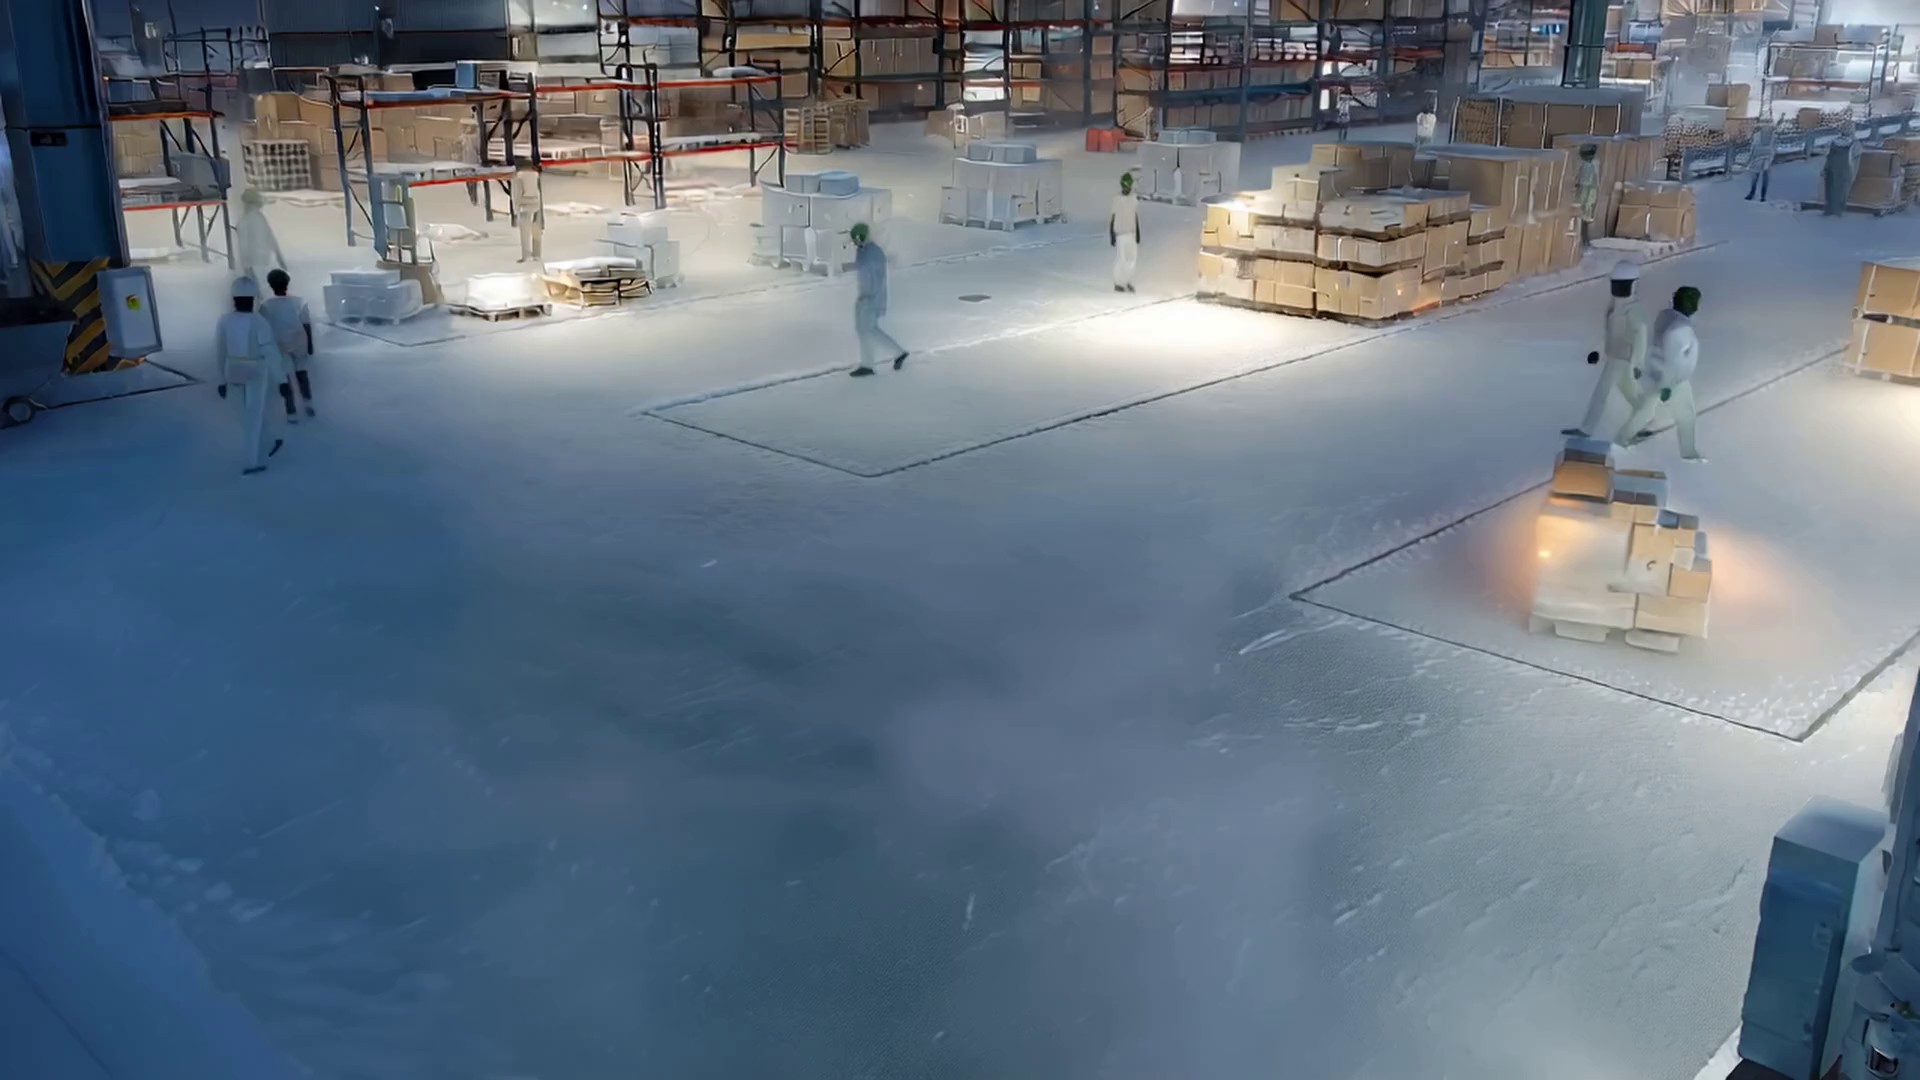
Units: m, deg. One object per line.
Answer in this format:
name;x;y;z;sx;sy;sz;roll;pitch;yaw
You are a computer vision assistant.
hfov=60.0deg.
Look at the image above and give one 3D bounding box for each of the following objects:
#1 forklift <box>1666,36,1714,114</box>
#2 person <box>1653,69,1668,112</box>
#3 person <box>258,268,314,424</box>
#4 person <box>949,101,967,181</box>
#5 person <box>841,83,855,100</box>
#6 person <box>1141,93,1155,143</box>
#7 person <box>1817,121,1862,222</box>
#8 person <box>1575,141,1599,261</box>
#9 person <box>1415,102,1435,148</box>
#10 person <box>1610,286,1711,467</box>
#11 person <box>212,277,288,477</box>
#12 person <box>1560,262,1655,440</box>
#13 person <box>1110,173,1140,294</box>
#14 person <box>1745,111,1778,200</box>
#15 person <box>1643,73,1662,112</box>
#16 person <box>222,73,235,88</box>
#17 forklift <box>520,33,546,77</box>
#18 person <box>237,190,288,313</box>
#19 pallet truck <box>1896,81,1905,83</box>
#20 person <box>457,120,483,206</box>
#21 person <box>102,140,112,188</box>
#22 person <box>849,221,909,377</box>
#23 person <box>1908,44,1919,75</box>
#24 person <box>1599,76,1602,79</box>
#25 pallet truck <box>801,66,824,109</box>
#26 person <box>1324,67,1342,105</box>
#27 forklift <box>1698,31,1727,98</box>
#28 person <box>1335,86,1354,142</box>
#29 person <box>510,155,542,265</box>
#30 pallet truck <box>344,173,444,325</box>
forklift;27.341;-17.291;61.877;1.129;2.768;1.873;17;25;41
person;26.695;-17.116;63.320;0.374;1.612;0.519;-13;22;-34
person;-7.248;-2.083;17.921;0.547;1.683;0.369;-14;23;-36
person;-0.071;-9.730;40.594;0.399;1.928;0.542;11;21;31
person;-3.583;-13.799;53.272;0.863;1.655;0.537;16;24;40
person;4.847;-10.532;42.940;0.371;1.966;0.608;-1;18;-2
person;17.716;-7.454;33.551;0.536;2.000;0.746;-10;21;-27
person;10.759;-5.853;28.739;0.392;2.034;0.605;12;22;33
person;12.339;-10.795;44.218;0.532;1.656;0.873;-1;18;-2
person;6.950;-1.615;16.371;0.933;1.796;0.608;1;18;4
person;-6.863;-1.623;16.227;0.611;1.882;0.953;3;19;10
person;6.852;-1.947;17.236;1.007;1.885;0.588;1;18;2
person;2.568;-4.695;25.537;0.577;1.843;0.687;-8;20;-22
person;17.802;-8.529;36.946;0.545;1.942;0.354;2;18;6
person;23.492;-14.944;56.474;0.715;1.812;0.598;-16;24;-40
person;-23.720;-14.200;54.087;0.584;1.911;0.394;15;24;38
forklift;-17.261;-19.003;67.036;1.129;2.768;1.873;17;25;41
person;-9.511;-3.789;22.677;1.042;1.940;0.614;1;18;3
pallet truck;34.802;-16.331;61.455;0.653;1.274;1.630;17;25;41
person;-10.637;-8.182;36.080;0.555;1.822;0.613;-10;21;-28
person;-18.464;-7.993;35.704;0.508;1.710;0.474;-17;25;-42
person;-0.996;-2.898;20.047;0.635;1.898;0.676;-8;20;-23
person;46.726;-23.276;81.381;0.552;1.936;0.358;-3;19;-10
person;22.133;-15.569;58.213;0.657;1.905;0.402;14;23;36
pallet truck;-4.812;-15.182;56.903;0.823;1.965;1.885;-9;21;-26
person;13.796;-16.667;61.553;0.640;1.893;1.013;-2;18;-5
forklift;31.610;-20.010;70.068;1.873;2.768;1.129;-13;22;-34
person;11.784;-13.021;50.870;0.320;1.692;0.531;-10;21;-28
person;-7.398;-5.609;28.306;0.429;1.844;0.624;11;21;30
pallet truck;-8.209;-4.181;23.757;0.823;1.965;1.885;3;19;9
